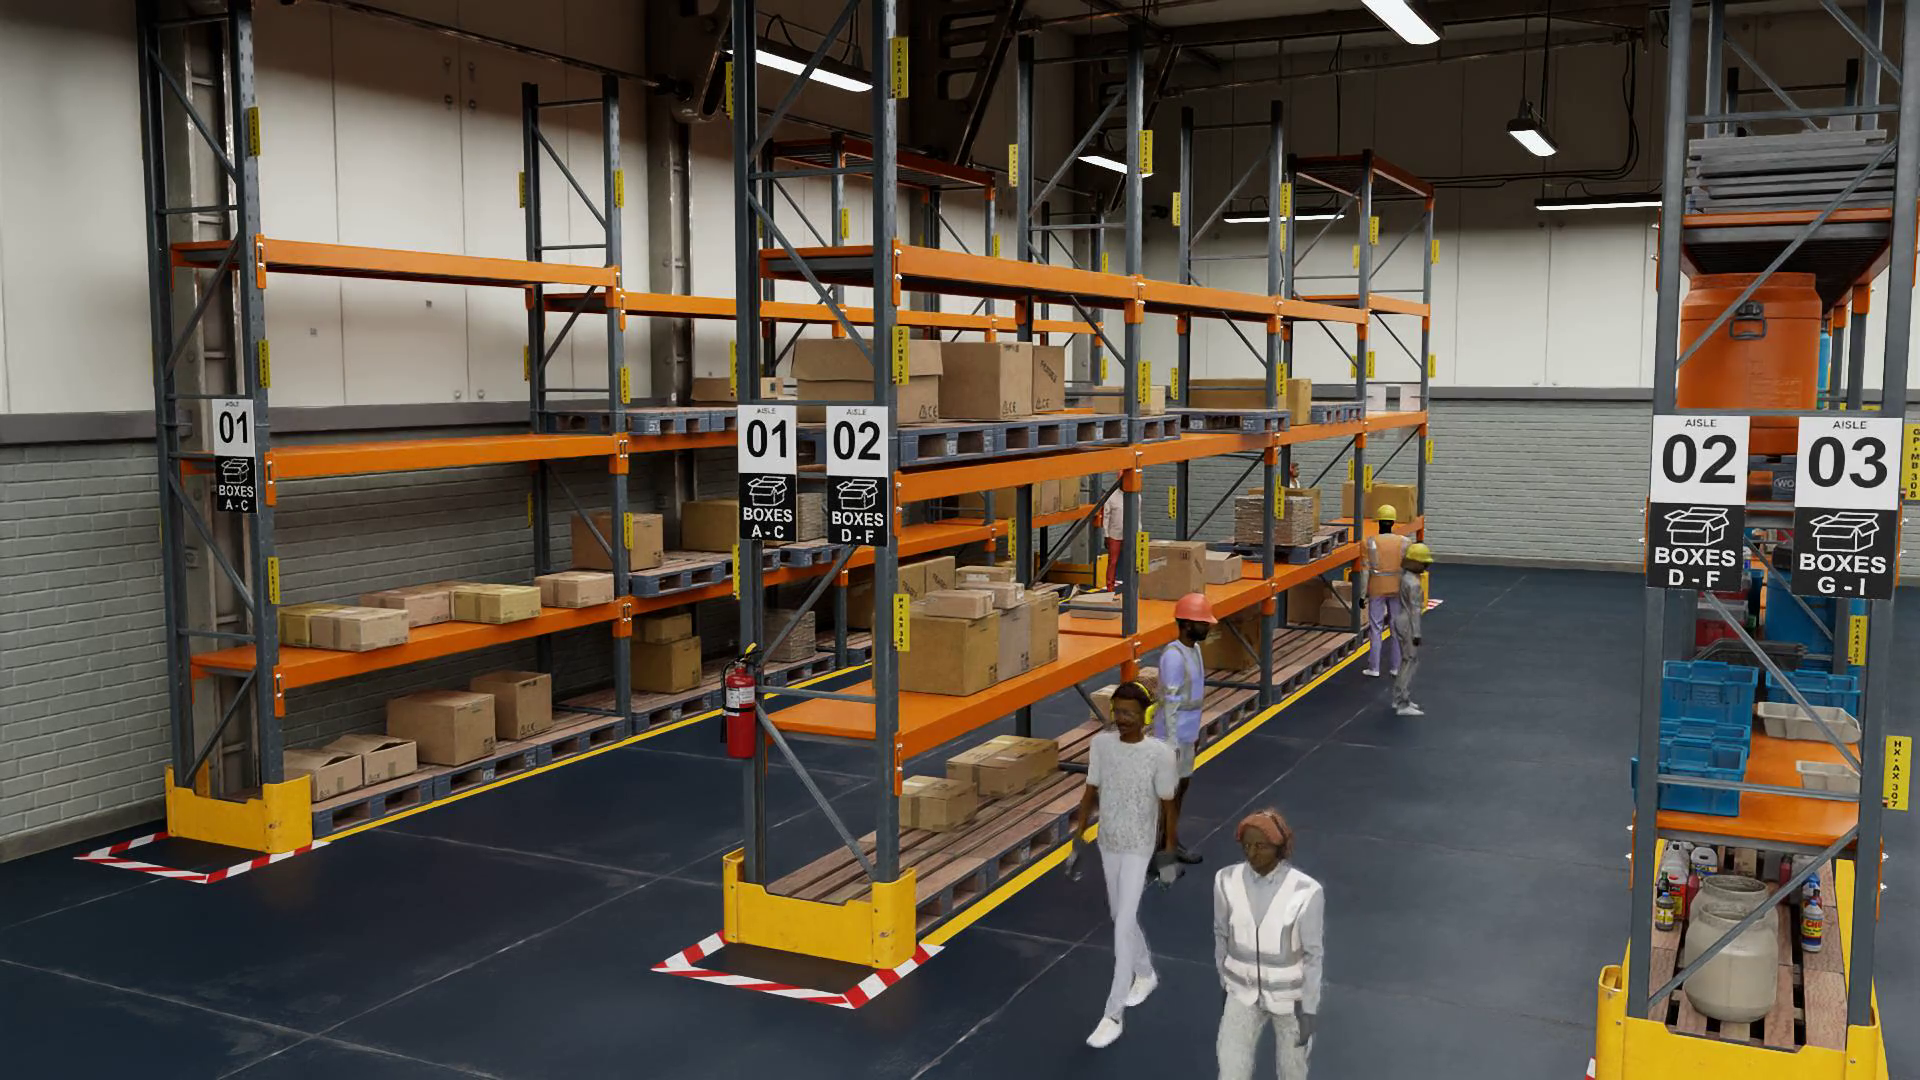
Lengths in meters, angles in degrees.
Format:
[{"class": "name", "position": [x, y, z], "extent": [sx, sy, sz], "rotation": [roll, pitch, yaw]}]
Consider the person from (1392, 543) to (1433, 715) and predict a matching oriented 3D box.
[{"class": "person", "position": [4.494, 0.876, 16.511], "extent": [0.337, 1.724, 0.501], "rotation": [1, 6, 7]}]

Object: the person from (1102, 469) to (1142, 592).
[{"class": "person", "position": [2.379, -0.057, 24.311], "extent": [0.610, 1.986, 0.392], "rotation": [-2, 6, -17]}]

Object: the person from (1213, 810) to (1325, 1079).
[{"class": "person", "position": [1.240, 1.926, 6.858], "extent": [0.519, 1.602, 0.803], "rotation": [3, 7, 29]}]

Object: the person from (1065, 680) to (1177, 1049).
[{"class": "person", "position": [0.862, 1.628, 8.705], "extent": [0.525, 1.835, 0.907], "rotation": [5, 7, 38]}]

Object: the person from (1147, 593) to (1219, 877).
[{"class": "person", "position": [1.526, 1.315, 11.320], "extent": [0.441, 1.922, 0.555], "rotation": [3, 7, 27]}]

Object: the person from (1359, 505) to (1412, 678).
[{"class": "person", "position": [4.718, 0.571, 18.486], "extent": [0.588, 1.927, 0.370], "rotation": [-1, 6, -5]}]
